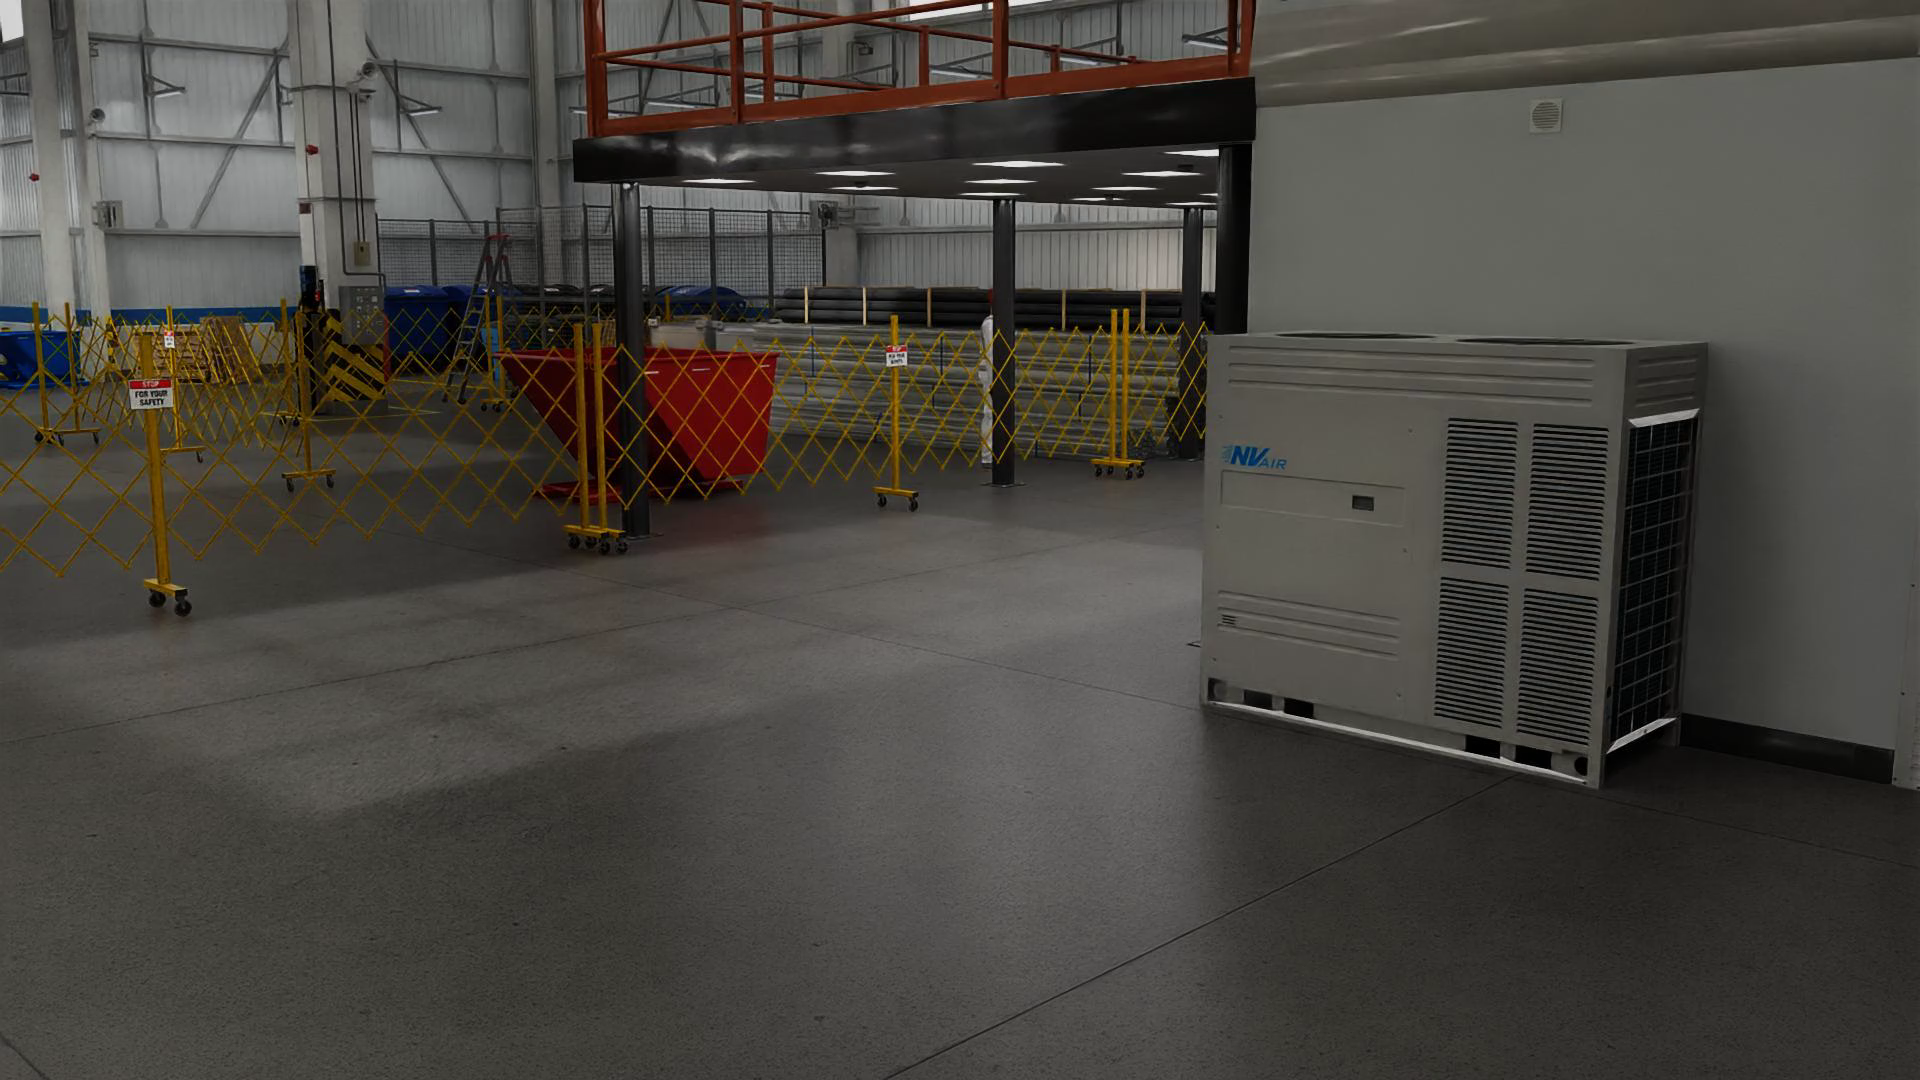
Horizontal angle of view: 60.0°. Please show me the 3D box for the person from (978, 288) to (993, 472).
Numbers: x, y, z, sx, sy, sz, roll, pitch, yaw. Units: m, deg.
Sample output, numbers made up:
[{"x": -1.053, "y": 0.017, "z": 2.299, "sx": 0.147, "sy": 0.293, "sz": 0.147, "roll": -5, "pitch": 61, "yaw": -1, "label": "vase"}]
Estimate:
[{"x": 0.365, "y": -1.634, "z": 17.009, "sx": 0.342, "sy": 1.882, "sz": 0.579, "roll": 1, "pitch": 9, "yaw": 9, "label": "person"}]
